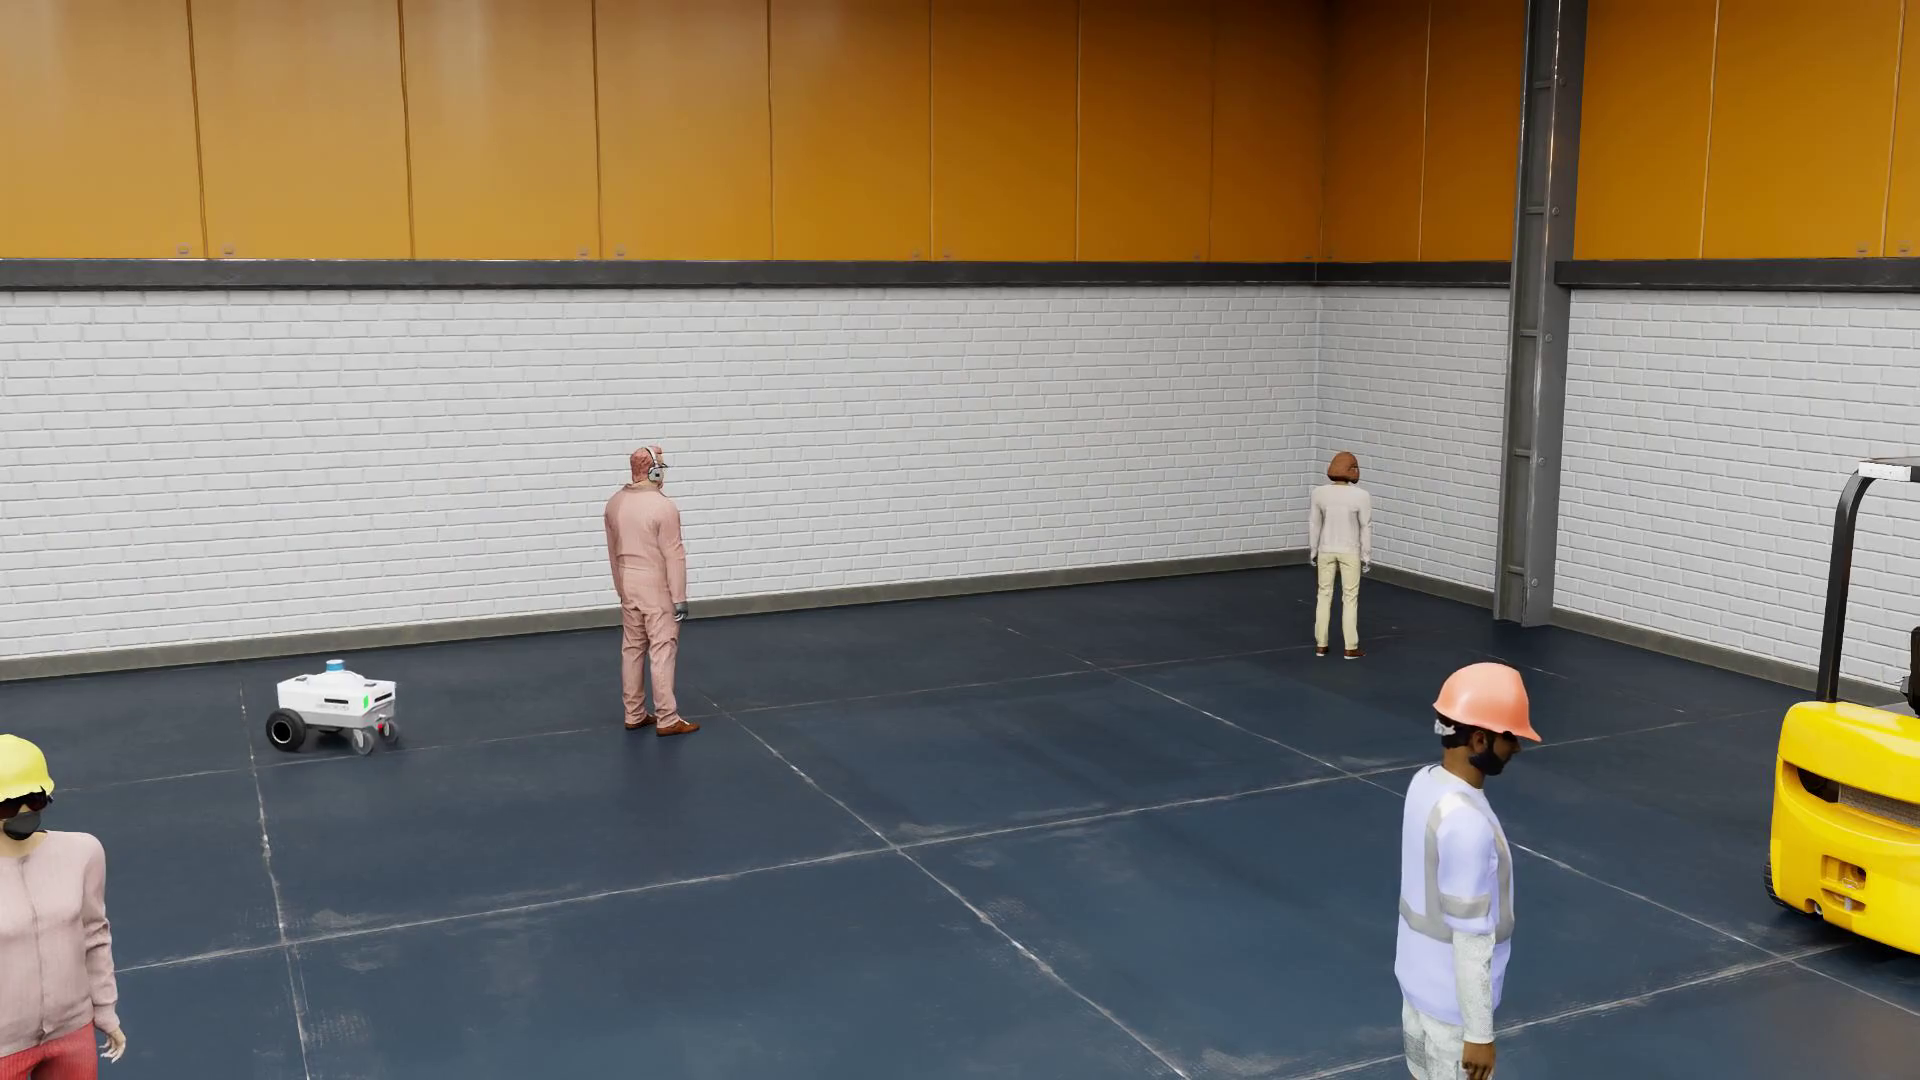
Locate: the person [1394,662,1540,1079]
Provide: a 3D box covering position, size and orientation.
[{"bbox_3d":[1.459,1.302,4.838,0.367,1.930,0.542,0,9,1],"label":"person"}]

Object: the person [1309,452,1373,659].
[{"bbox_3d":[2.995,0.118,13.096,0.506,1.631,0.277,6,11,32],"label":"person"}]

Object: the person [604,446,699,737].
[{"bbox_3d":[-2.016,0.333,10.915,0.643,1.909,0.410,7,11,35],"label":"person"}]

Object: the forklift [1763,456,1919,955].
[{"bbox_3d":[4.857,0.731,7.561,2.313,2.155,1.214,-4,10,-25],"label":"forklift"}]

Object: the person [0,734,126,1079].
[{"bbox_3d":[-2.622,1.407,4.692,0.309,1.769,0.525,6,11,32],"label":"person"}]

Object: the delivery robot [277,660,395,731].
[{"bbox_3d":[-3.978,1.008,10.618,0.707,0.478,0.477,3,10,17],"label":"delivery robot"}]
